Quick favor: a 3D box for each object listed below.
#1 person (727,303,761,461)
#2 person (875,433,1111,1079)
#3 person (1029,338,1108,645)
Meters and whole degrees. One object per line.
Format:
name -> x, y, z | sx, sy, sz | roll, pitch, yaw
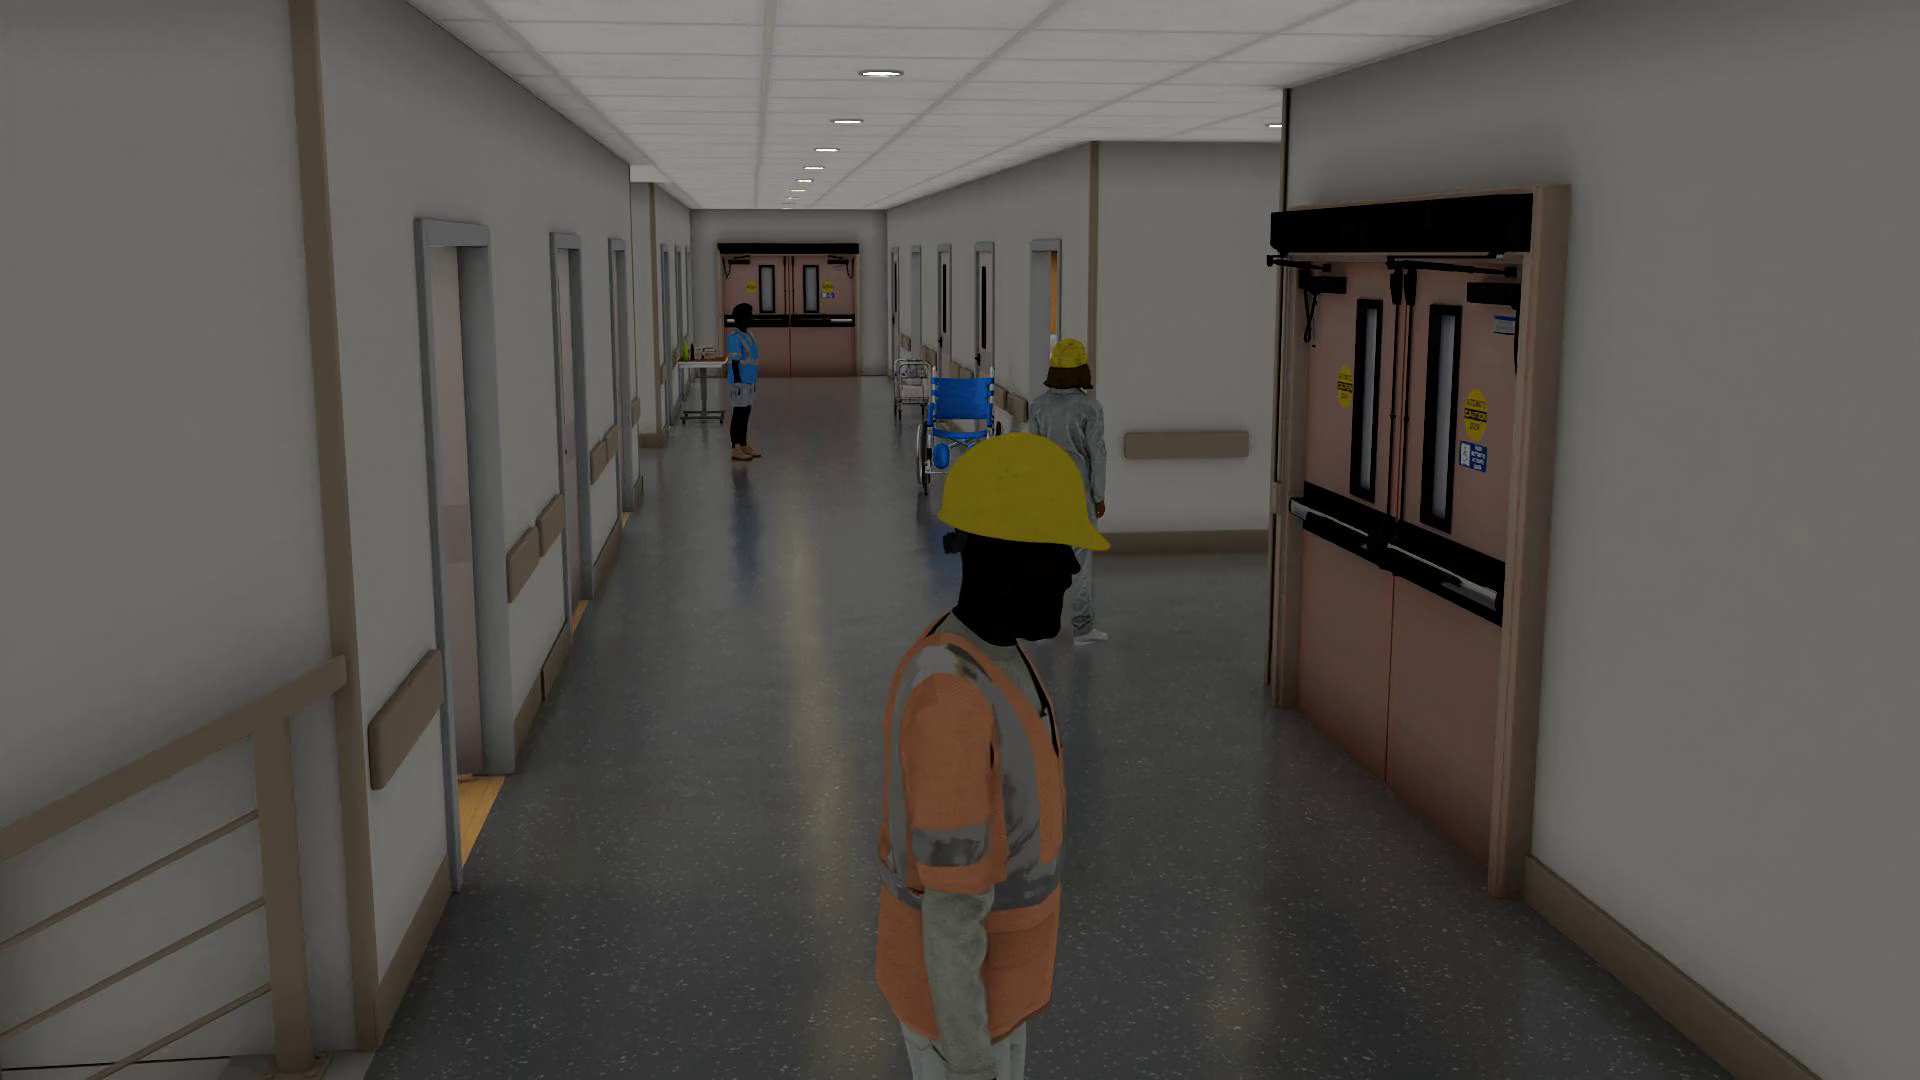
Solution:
person -> -2.342, -1.712, 18.001 | 0.315, 1.696, 0.541 | 2, 10, 12
person -> 0.056, 0.767, 2.936 | 0.393, 1.918, 0.585 | 1, 10, 8
person -> 0.621, -0.274, 9.491 | 0.487, 1.746, 0.290 | 6, 11, 31
